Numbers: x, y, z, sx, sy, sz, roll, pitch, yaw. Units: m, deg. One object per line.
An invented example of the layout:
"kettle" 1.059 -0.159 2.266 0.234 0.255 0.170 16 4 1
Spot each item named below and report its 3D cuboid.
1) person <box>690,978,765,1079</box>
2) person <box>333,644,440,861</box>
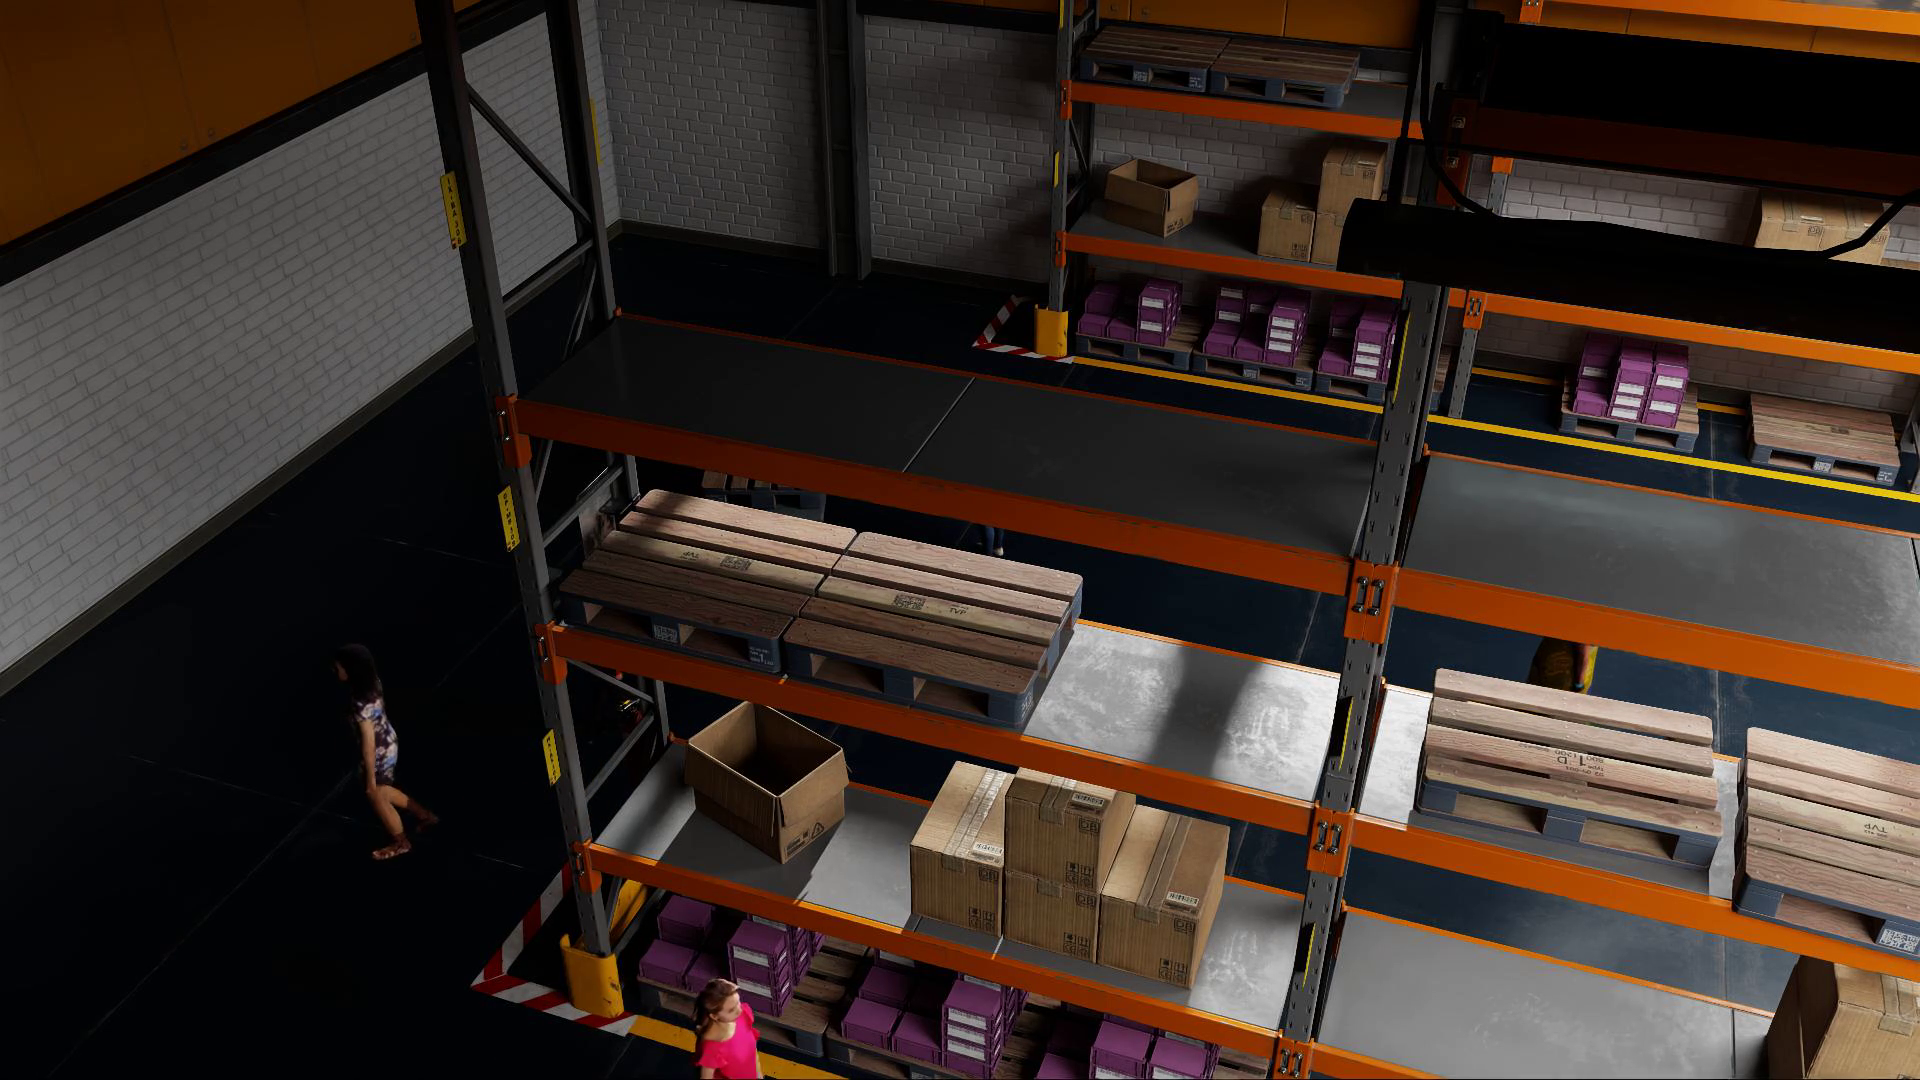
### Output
"person" -1.241 2.788 8.364 1.039 1.683 0.574 12 35 17
"person" -3.603 1.340 10.506 0.836 1.722 0.772 -8 35 -13
